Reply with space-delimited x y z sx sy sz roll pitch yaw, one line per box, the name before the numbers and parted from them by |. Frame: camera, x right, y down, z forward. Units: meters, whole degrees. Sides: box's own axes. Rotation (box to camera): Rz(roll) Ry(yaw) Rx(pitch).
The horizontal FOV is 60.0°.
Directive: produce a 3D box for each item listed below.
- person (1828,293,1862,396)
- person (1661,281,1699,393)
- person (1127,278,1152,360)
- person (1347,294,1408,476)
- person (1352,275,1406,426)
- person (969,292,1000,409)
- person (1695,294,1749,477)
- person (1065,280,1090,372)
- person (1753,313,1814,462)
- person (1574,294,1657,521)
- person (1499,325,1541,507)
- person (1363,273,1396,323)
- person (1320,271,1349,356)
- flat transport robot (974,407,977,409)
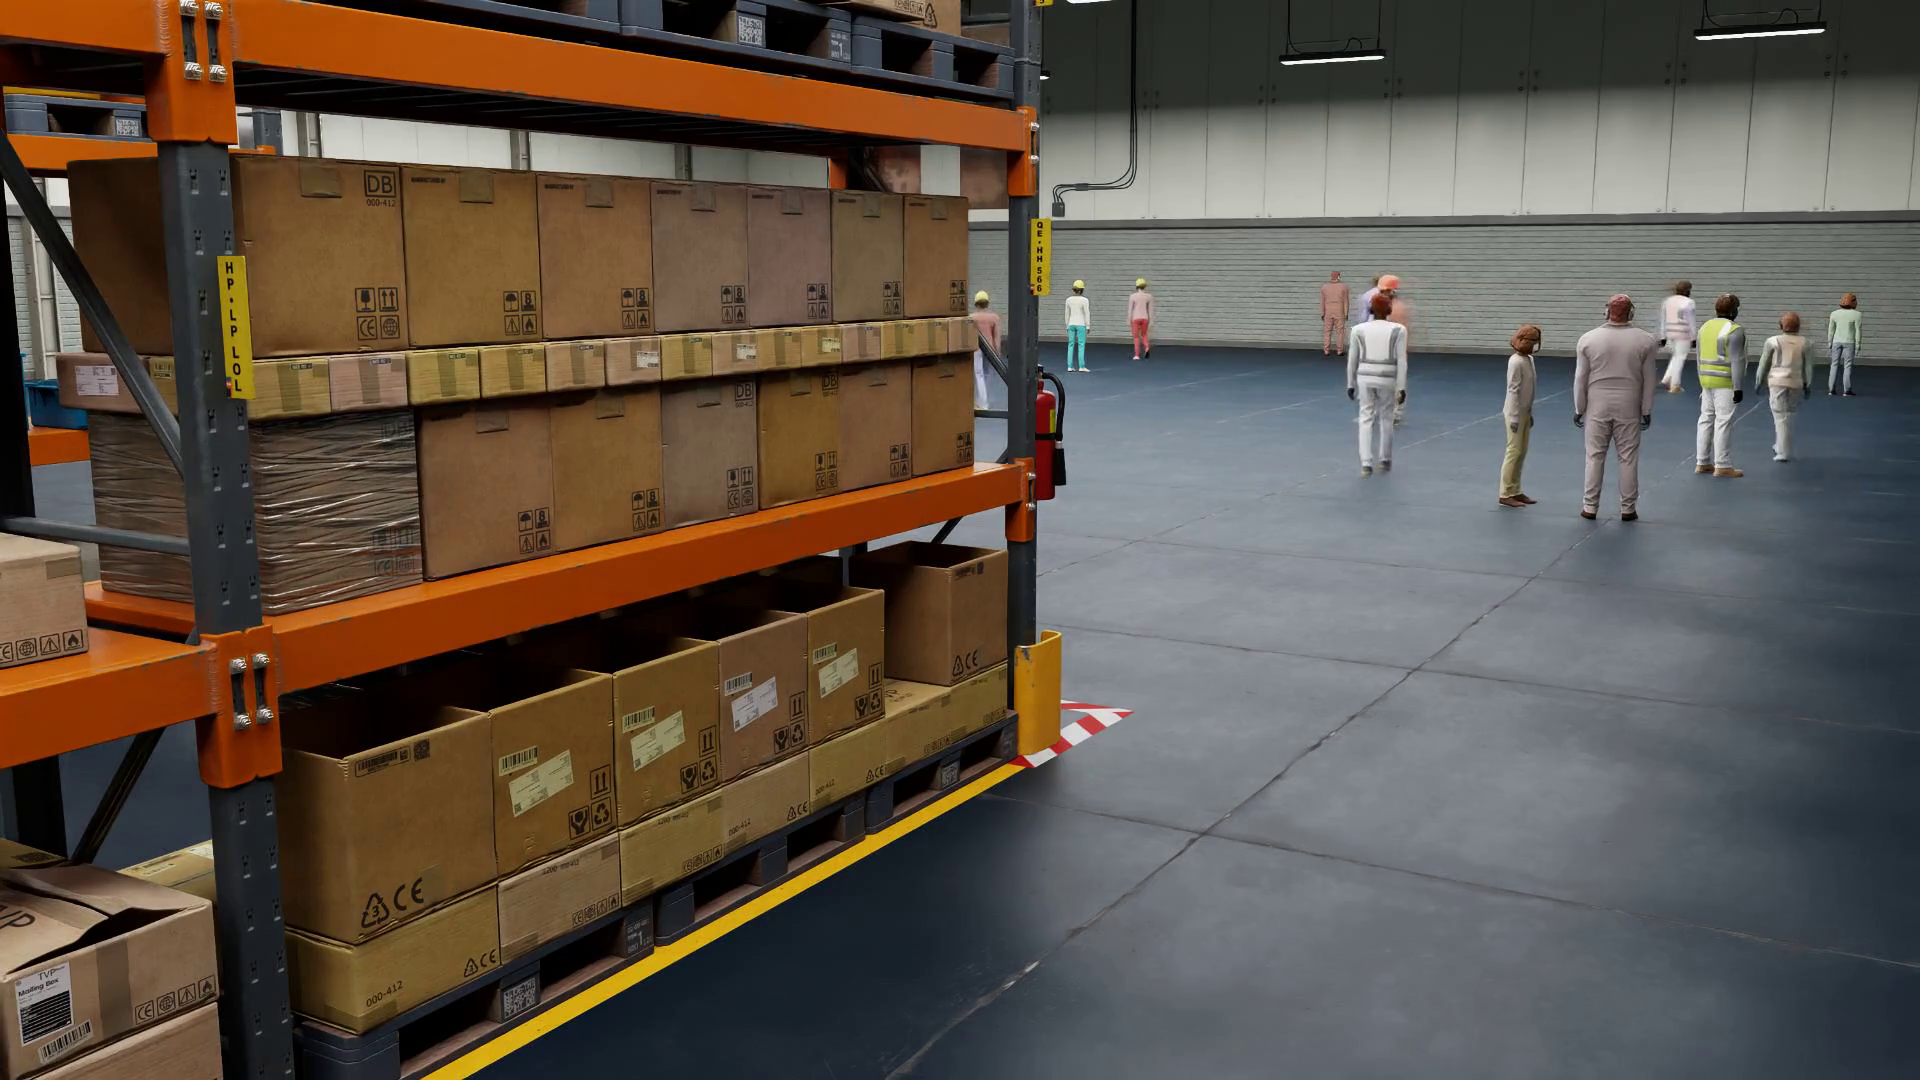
person | 14.175 -3.130 26.652 0.266 1.631 0.507 -8 12 -38
person | 11.740 -3.301 27.083 0.452 1.825 0.638 -3 10 -18
person | 3.864 -4.747 35.792 0.529 1.755 0.362 -3 10 -15
person | 4.299 -1.603 17.117 0.606 1.833 0.956 3 10 19
person | 5.466 -2.444 21.640 0.777 1.968 0.655 -4 10 -20
person | 0.300 -2.705 23.914 0.538 1.718 0.902 -3 10 -15
person | 7.745 -1.565 16.882 0.429 1.843 0.633 -2 10 -12
person | 2.275 -4.110 32.009 0.533 1.768 0.310 7 12 34
person | 9.011 -1.679 18.241 0.532 1.598 0.818 1 10 6
person | 5.520 -1.112 14.062 0.642 1.903 0.399 4 10 20
person | 4.998 -1.104 14.825 0.290 1.622 0.513 6 12 33
person | 7.554 -3.818 29.843 0.665 1.917 0.631 9 13 43
person | 8.375 -5.056 37.155 0.639 1.902 0.407 5 11 26
flat transport robot | -0.356 -1.763 22.638 0.652 0.197 1.431 6 11 30
